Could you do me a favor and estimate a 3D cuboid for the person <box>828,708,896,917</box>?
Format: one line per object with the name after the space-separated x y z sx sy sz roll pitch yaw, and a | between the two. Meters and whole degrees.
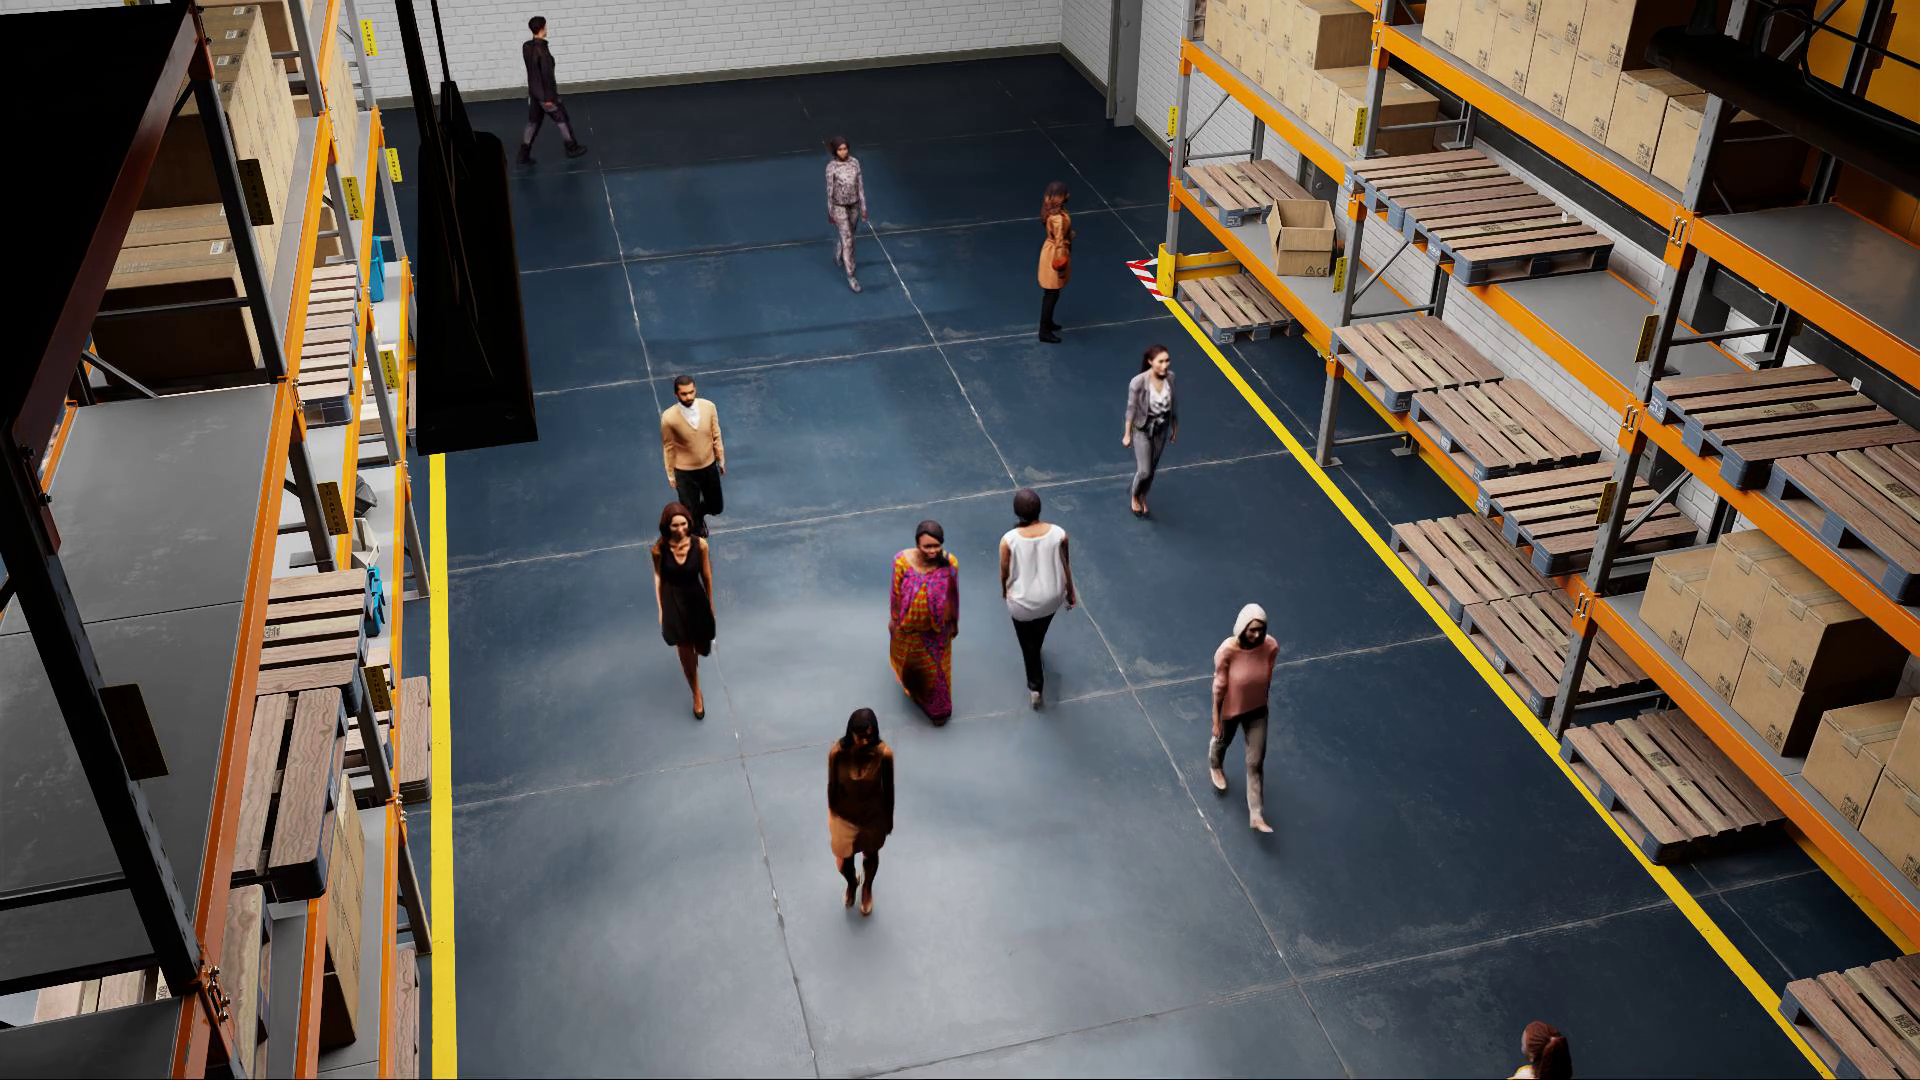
-0.613 1.664 10.432 0.642 1.671 0.650 0 34 0 | person

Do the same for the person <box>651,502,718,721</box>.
-2.009 0.474 12.082 0.548 1.826 0.792 -9 35 -13 | person

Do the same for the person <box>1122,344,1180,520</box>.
1.596 -0.958 14.383 0.695 1.665 0.659 -16 37 -23 | person

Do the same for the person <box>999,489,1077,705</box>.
0.550 0.448 12.286 0.774 1.644 1.095 -4 34 -6 | person

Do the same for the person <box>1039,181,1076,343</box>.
0.985 -2.892 17.244 0.803 1.718 0.637 0 34 0 | person

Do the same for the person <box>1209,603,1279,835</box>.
1.868 1.096 11.279 0.634 1.679 1.091 -7 34 -11 | person

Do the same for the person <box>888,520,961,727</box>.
-0.266 0.541 12.125 0.770 1.667 0.901 -2 34 -4 | person

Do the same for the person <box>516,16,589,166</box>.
-5.430 -5.699 21.305 1.304 1.898 1.218 28 43 35 | person

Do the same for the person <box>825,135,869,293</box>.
-1.284 -3.667 18.439 0.759 1.686 1.163 -17 37 -24 | person

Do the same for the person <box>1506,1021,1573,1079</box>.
2.792 3.027 8.303 0.658 1.757 0.671 -21 39 -28 | person

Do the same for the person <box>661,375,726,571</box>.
-2.221 -0.624 13.809 0.802 1.744 0.966 -18 38 -25 | person
